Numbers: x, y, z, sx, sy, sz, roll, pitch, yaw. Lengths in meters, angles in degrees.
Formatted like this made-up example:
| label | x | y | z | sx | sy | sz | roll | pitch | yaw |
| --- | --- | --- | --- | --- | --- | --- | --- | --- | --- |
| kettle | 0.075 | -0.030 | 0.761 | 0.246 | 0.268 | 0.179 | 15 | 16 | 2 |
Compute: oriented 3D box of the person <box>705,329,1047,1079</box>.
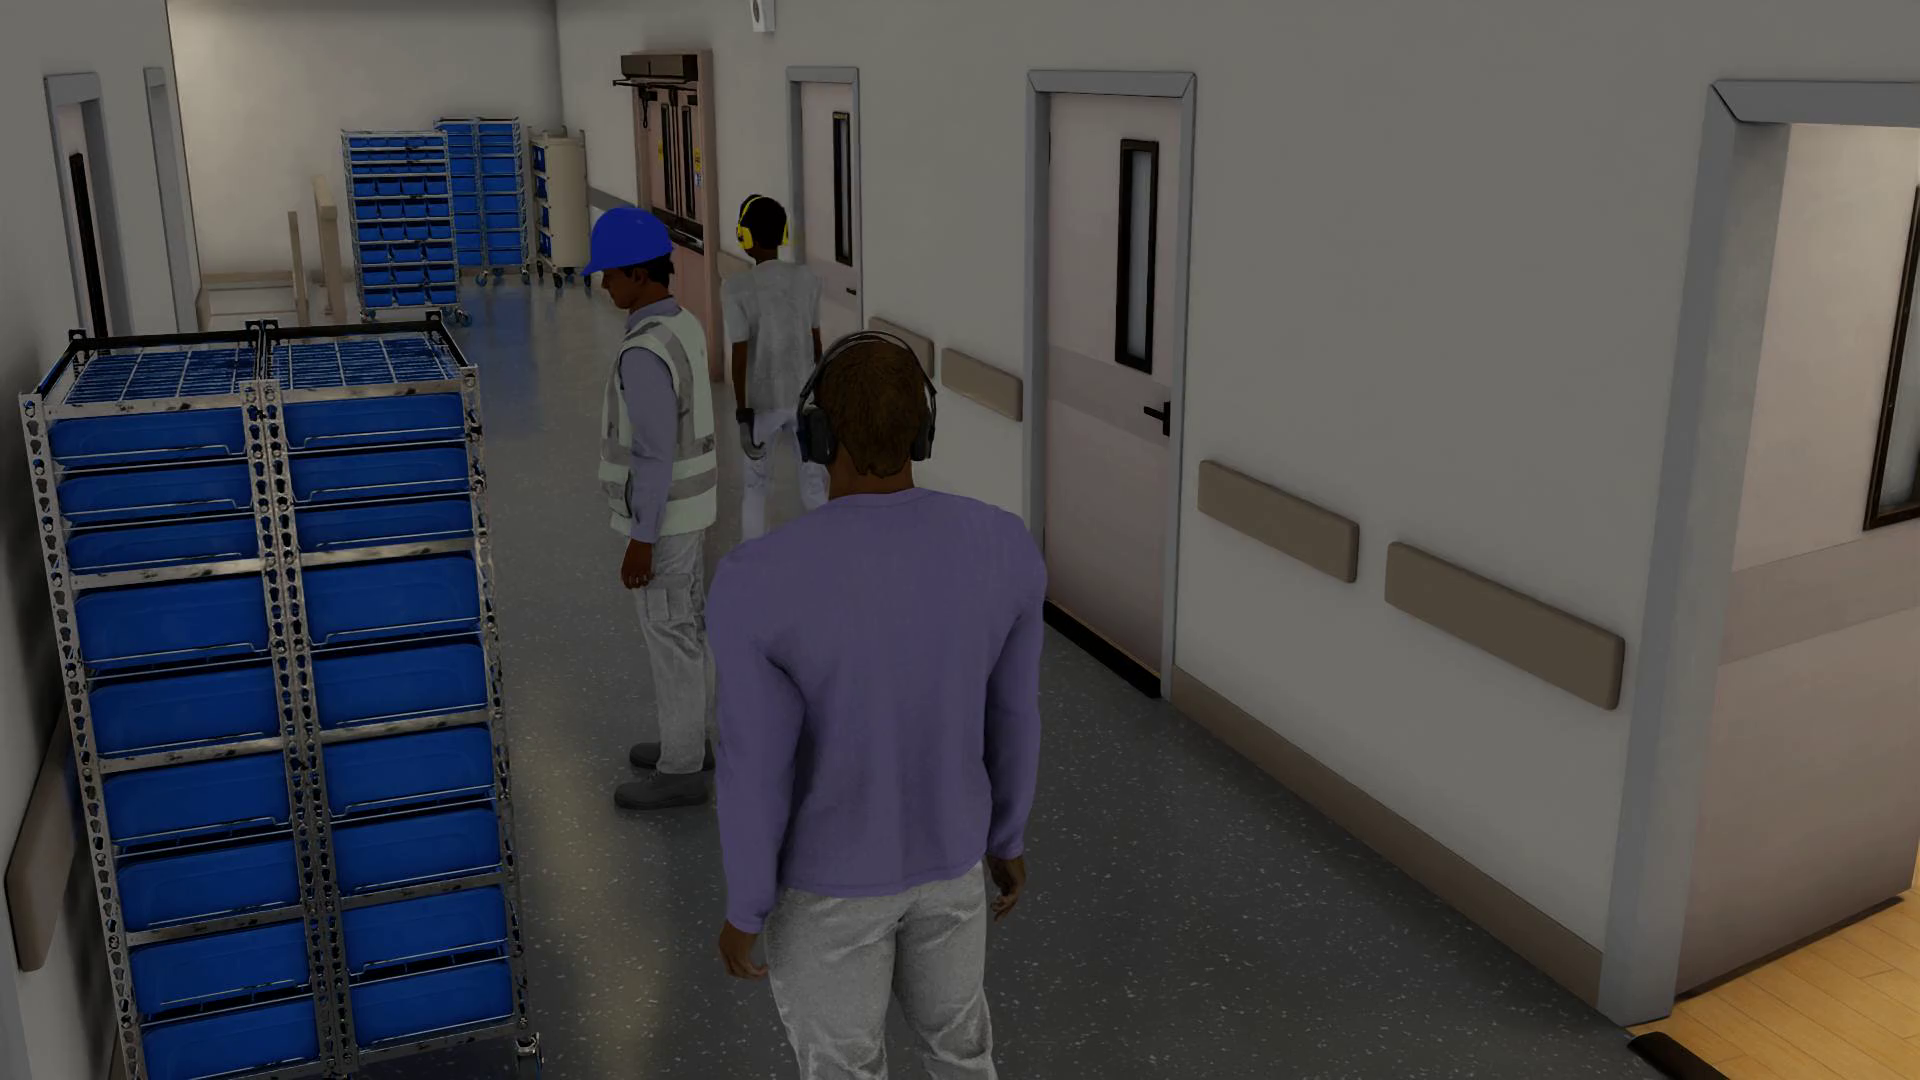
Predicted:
| label | x | y | z | sx | sy | sz | roll | pitch | yaw |
| --- | --- | --- | --- | --- | --- | --- | --- | --- | --- |
| person | -0.141 | 0.590 | 2.999 | 0.635 | 1.937 | 0.353 | -9 | 18 | -28 |

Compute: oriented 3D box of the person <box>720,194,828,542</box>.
| label | x | y | z | sx | sy | sz | roll | pitch | yaw |
| --- | --- | --- | --- | --- | --- | --- | --- | --- | --- |
| person | -0.772 | -0.586 | 7.288 | 0.512 | 1.826 | 0.991 | -8 | 18 | -26 |

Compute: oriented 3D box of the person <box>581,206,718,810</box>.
| label | x | y | z | sx | sy | sz | roll | pitch | yaw |
| --- | --- | --- | --- | --- | --- | --- | --- | --- | --- |
| person | -0.969 | -0.090 | 5.348 | 0.395 | 1.940 | 0.601 | 0 | 16 | 0 |
